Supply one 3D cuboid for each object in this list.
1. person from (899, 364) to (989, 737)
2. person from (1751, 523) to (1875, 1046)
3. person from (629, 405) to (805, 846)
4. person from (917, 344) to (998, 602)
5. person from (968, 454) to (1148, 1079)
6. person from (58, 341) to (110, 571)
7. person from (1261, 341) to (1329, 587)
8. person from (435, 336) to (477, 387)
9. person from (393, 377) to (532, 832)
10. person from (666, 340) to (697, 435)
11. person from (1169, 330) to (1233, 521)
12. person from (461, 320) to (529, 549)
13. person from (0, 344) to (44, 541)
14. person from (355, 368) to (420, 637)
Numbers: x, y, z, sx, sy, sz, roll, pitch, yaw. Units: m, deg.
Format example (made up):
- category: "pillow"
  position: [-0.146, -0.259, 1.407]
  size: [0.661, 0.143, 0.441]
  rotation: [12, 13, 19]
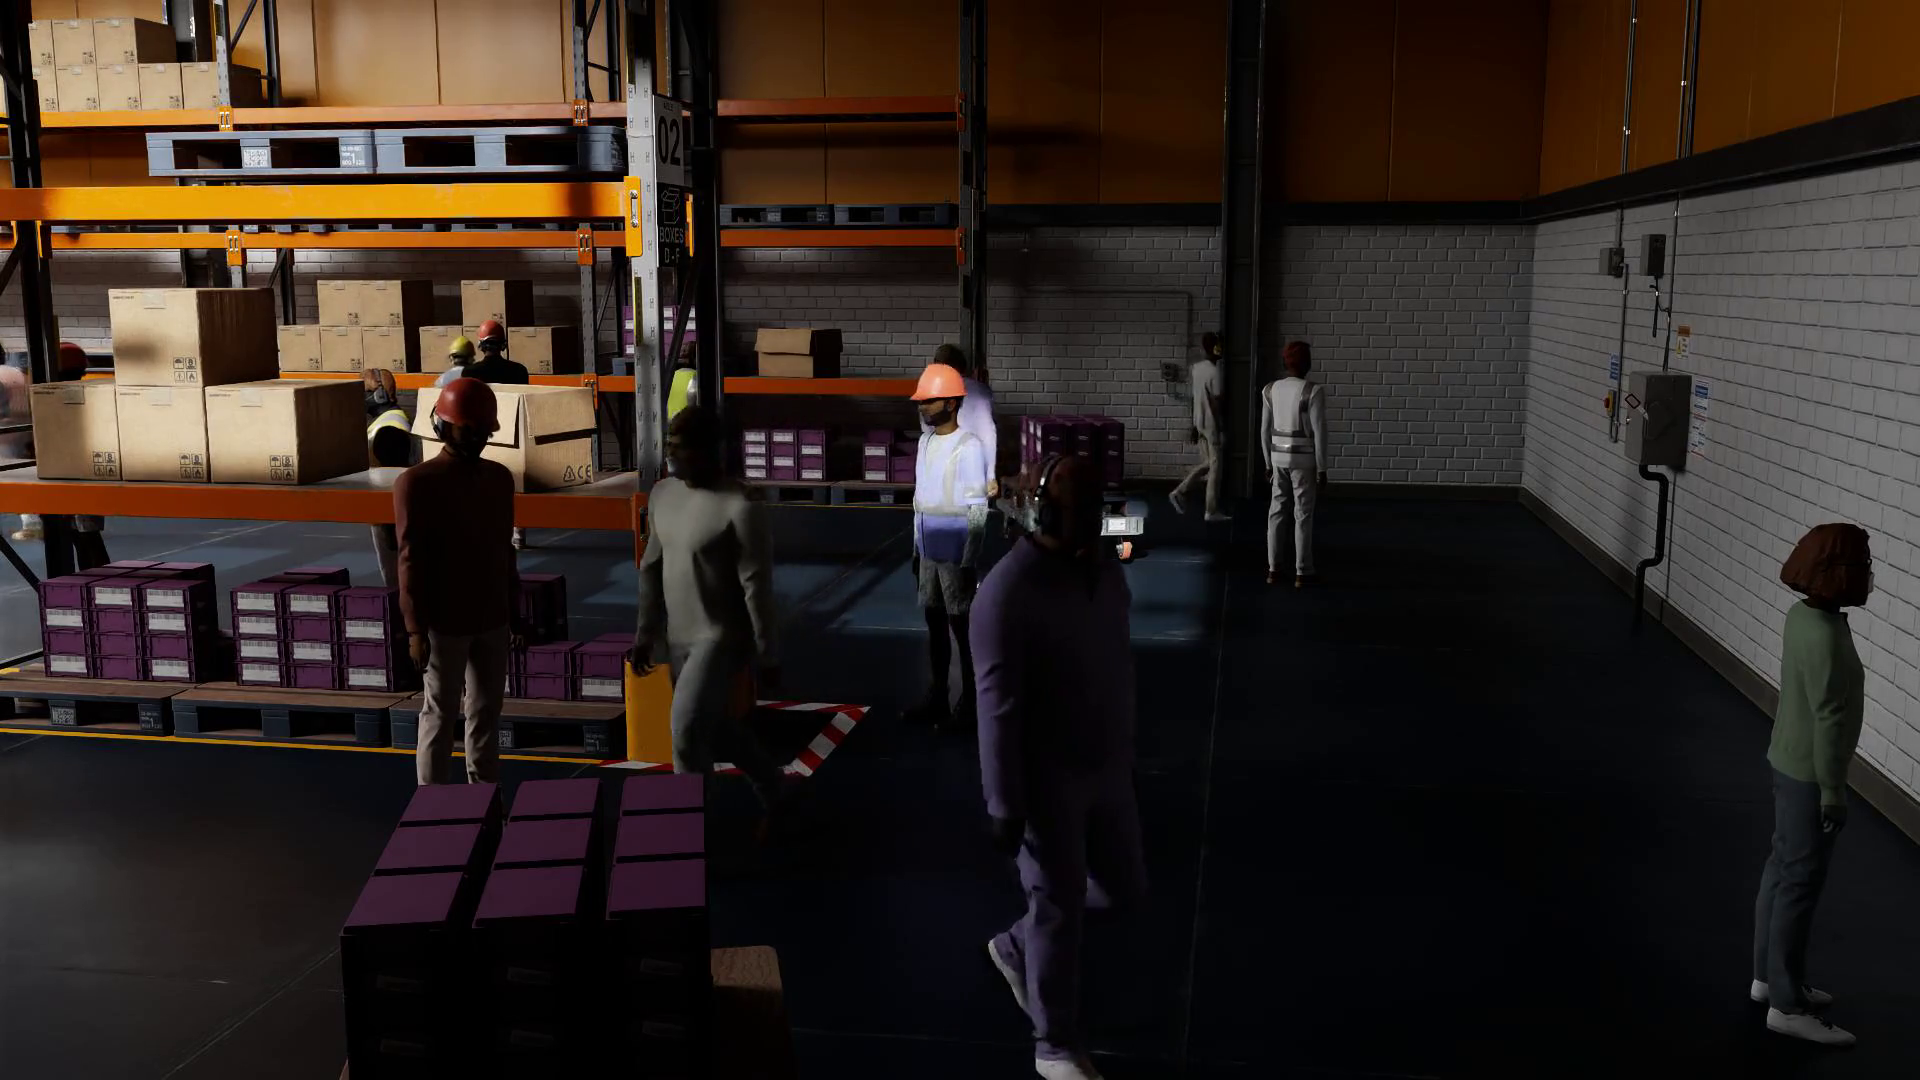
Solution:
- category: "person"
  position: [-0.089, 0.051, 8.688]
  size: [0.358, 1.937, 0.548]
  rotation: [-7, 11, -36]
- category: "person"
  position: [2.713, 0.753, 5.273]
  size: [0.284, 1.633, 0.500]
  rotation: [3, 10, 16]
- category: "person"
  position: [-0.961, 0.395, 6.691]
  size: [0.933, 1.901, 0.616]
  rotation: [-9, 13, -44]
- category: "person"
  position: [0.000, -0.433, 11.858]
  size: [0.715, 1.895, 0.362]
  rotation: [8, 12, 42]
- category: "person"
  position: [0.282, 0.680, 4.931]
  size: [0.528, 1.890, 0.671]
  rotation: [7, 12, 38]
- category: "person"
  position: [-6.063, -0.389, 11.408]
  size: [0.545, 1.942, 0.351]
  rotation: [9, 13, 43]
- category: "person"
  position: [2.577, -0.581, 12.775]
  size: [0.574, 1.885, 0.356]
  rotation: [9, 13, 44]
- category: "person"
  position: [-4.652, -1.015, 15.705]
  size: [0.602, 1.807, 0.795]
  rotation: [4, 10, 22]
- category: "person"
  position: [-2.017, 0.326, 6.833]
  size: [0.393, 1.985, 0.611]
  rotation: [5, 11, 30]
- category: "person"
  position: [-2.224, -0.757, 14.019]
  size: [0.619, 1.839, 0.430]
  rotation: [8, 12, 41]
- category: "person"
  position: [2.363, -1.082, 15.973]
  size: [0.536, 1.854, 0.524]
  rotation: [-3, 10, -20]
- category: "person"
  position: [-4.005, -0.892, 14.358]
  size: [0.625, 1.992, 0.388]
  rotation: [-7, 11, -37]
- category: "person"
  position: [-8.676, -0.885, 14.905]
  size: [0.937, 1.792, 0.650]
  rotation: [1, 9, 4]
- category: "person"
  position: [-3.500, -0.134, 10.167]
  size: [0.429, 1.837, 0.630]
  rotation: [-3, 10, -20]
